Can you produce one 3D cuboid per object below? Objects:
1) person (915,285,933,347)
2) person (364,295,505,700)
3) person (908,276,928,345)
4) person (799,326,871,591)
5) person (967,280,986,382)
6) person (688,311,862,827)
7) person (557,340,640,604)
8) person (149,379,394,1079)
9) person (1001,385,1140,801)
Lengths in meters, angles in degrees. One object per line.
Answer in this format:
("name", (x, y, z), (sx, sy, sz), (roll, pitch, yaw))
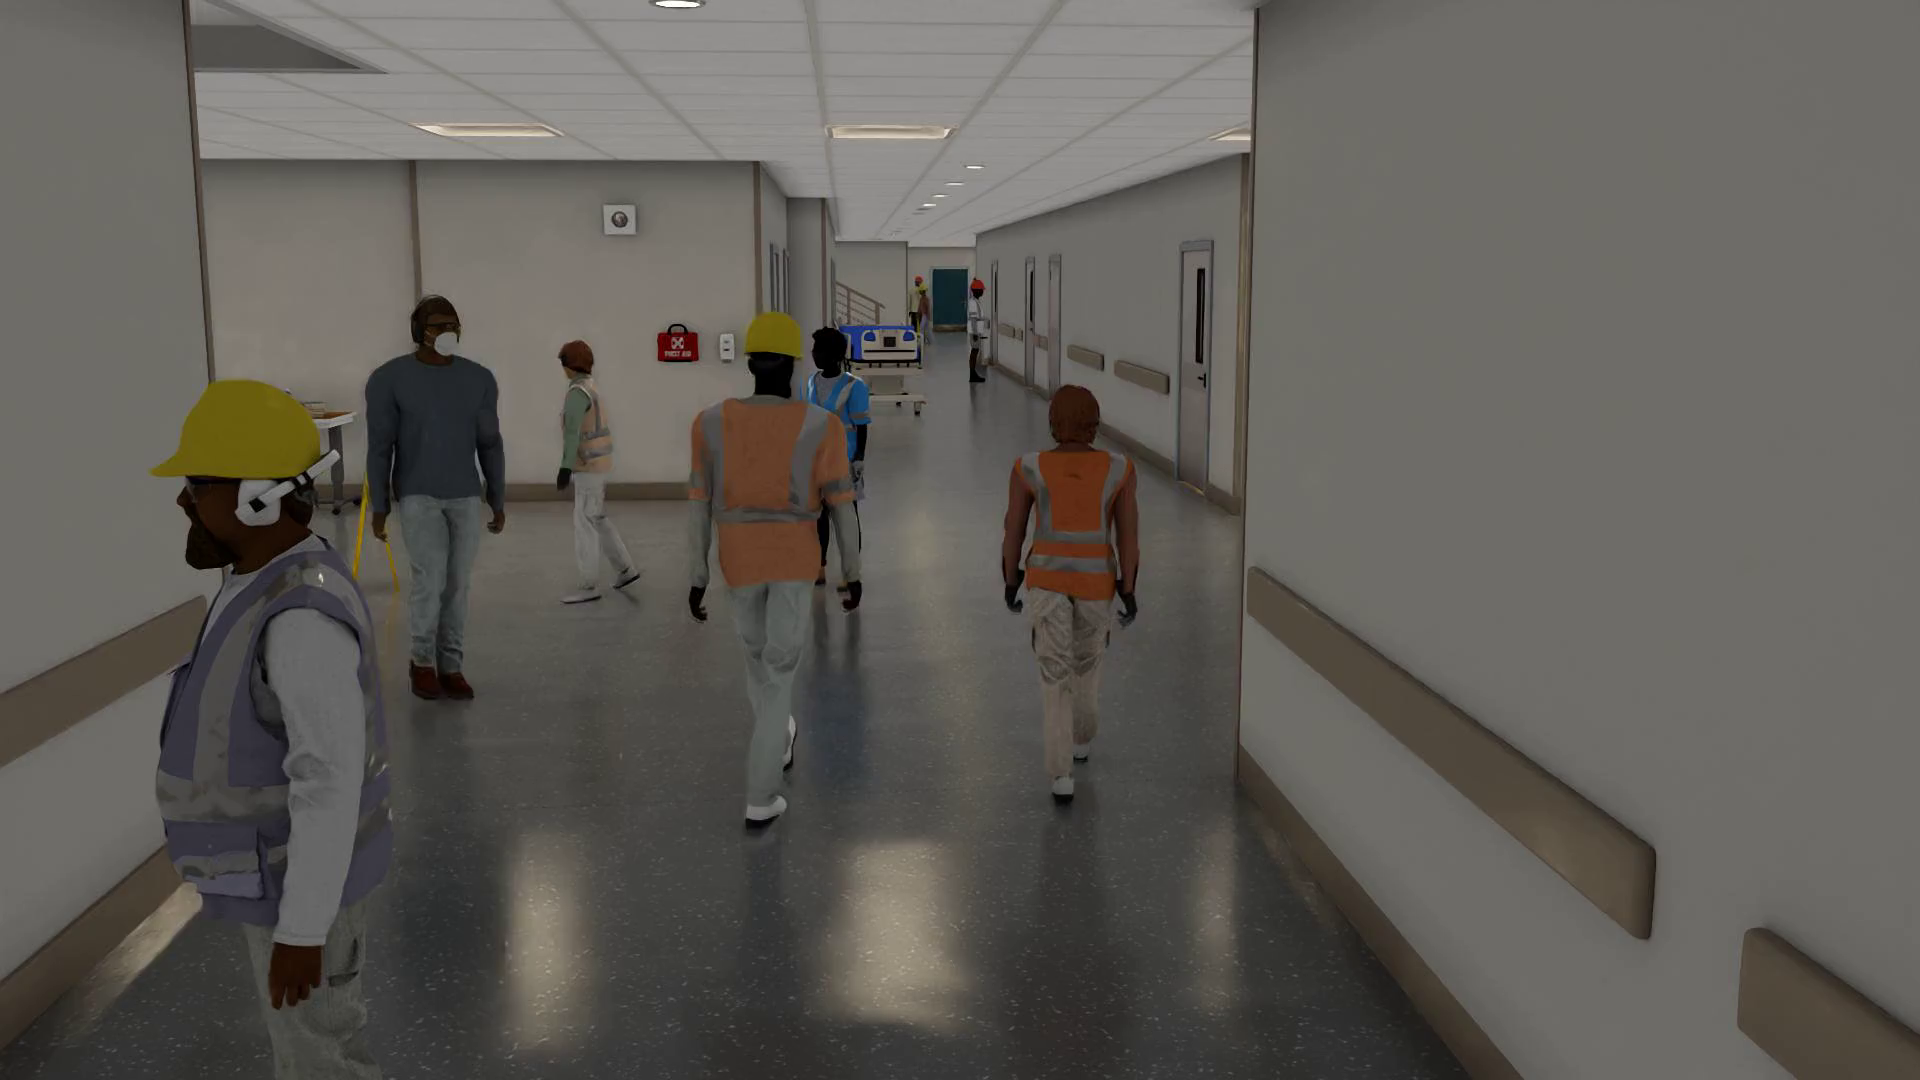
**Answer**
("person", (-1.091, -6.307, 46.901), (0.744, 1.733, 0.516), (-3, 9, -17))
("person", (-2.445, -0.182, 7.849), (0.649, 1.925, 0.468), (-7, 12, -39))
("person", (-1.198, -6.653, 48.273), (0.622, 1.992, 0.396), (2, 9, 12))
("person", (-0.819, -0.519, 10.680), (0.536, 1.699, 0.322), (5, 10, 29))
("person", (0.323, -3.964, 31.571), (0.356, 1.937, 0.552), (1, 9, 5))
("person", (-0.685, 0.077, 6.372), (0.619, 1.873, 0.974), (1, 9, 9))
("person", (-2.260, -0.424, 10.338), (0.454, 1.628, 0.637), (-2, 9, -13))
("person", (-1.279, 0.617, 3.132), (0.404, 1.835, 0.586), (-5, 10, -27))
("person", (0.431, 0.183, 6.596), (0.534, 1.589, 0.857), (0, 9, 0))
